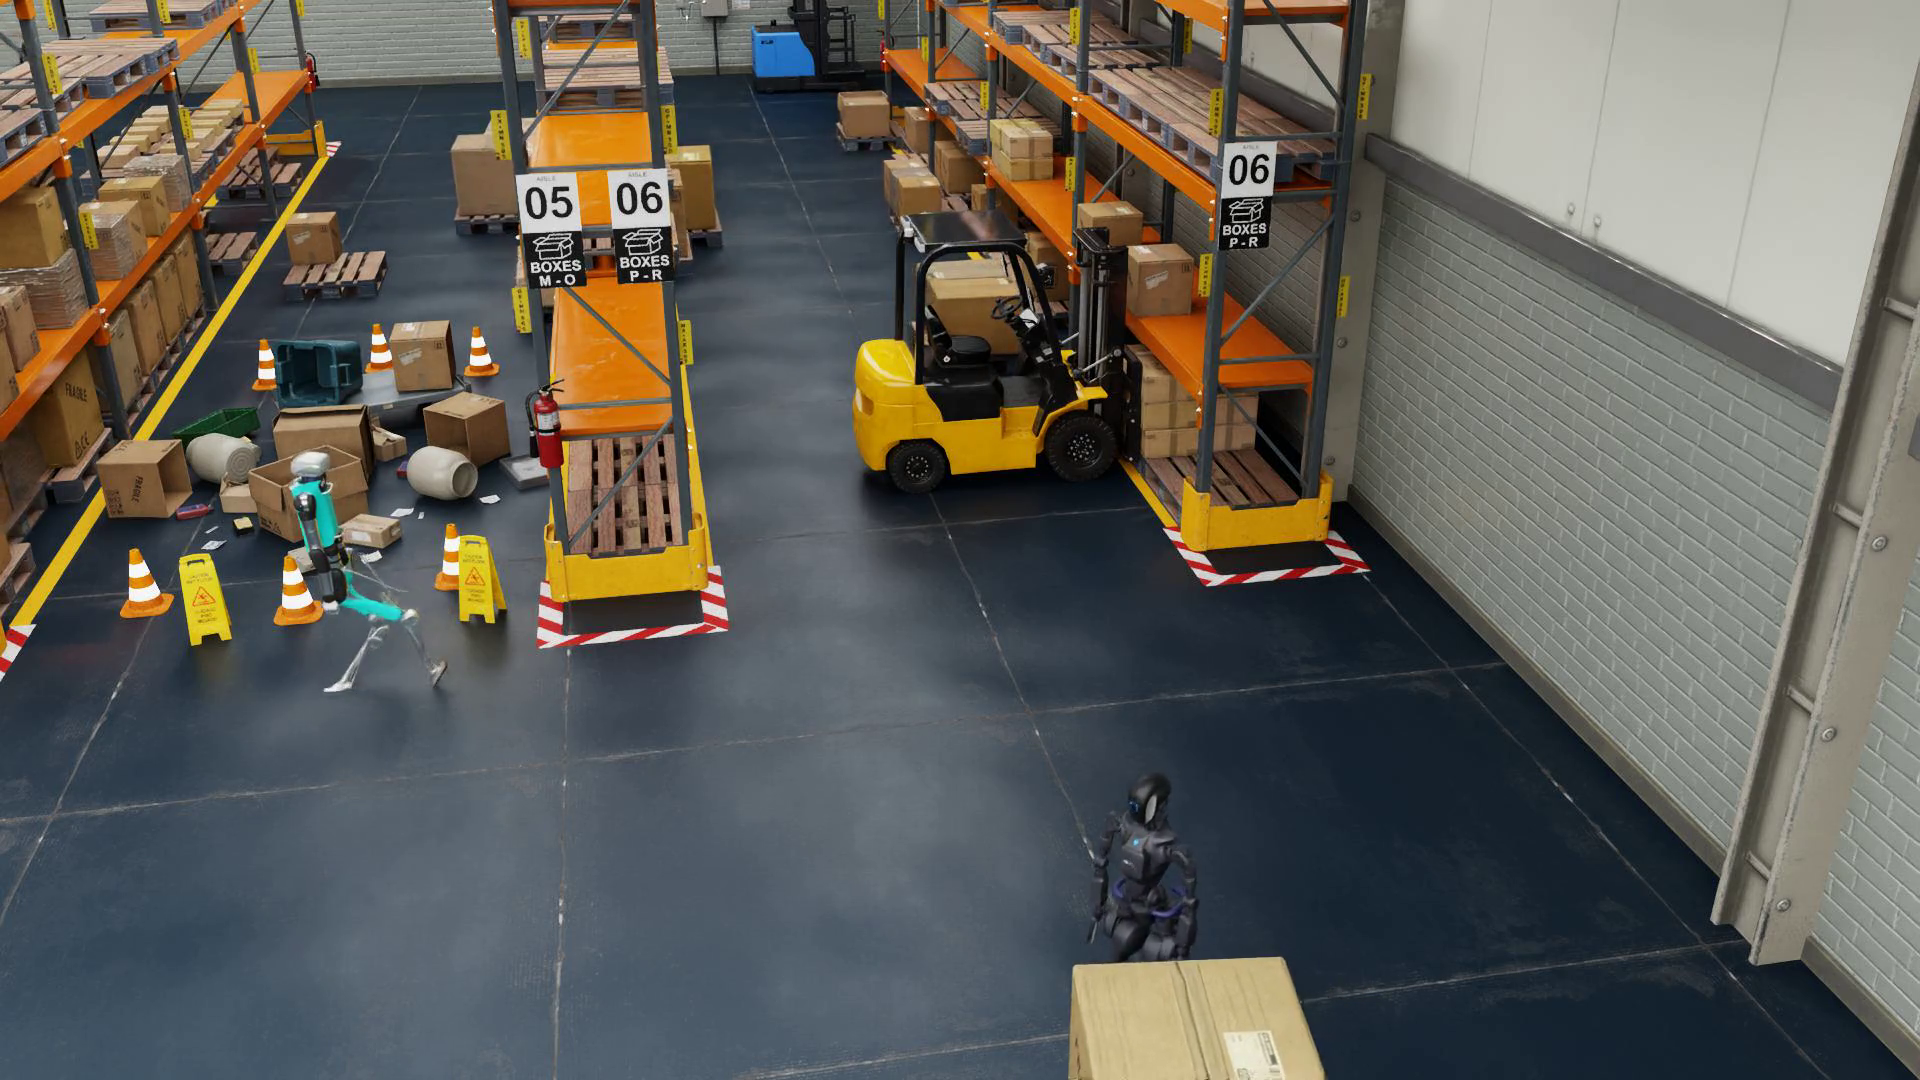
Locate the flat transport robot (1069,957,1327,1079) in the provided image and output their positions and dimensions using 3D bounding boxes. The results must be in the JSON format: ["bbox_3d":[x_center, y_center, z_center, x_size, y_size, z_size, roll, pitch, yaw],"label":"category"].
[{"bbox_3d":[0.939,2.975,6.933,1.431,0.231,0.659,10,27,20],"label":"flat transport robot"}]

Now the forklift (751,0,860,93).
[{"bbox_3d":[-2.872,-9.679,30.288,1.873,2.768,1.129,-5,26,-10],"label":"forklift"}]

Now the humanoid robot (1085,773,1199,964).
[{"bbox_3d":[0.857,1.810,7.728,0.603,1.654,0.347,21,32,36],"label":"humanoid robot"}]

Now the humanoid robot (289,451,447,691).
[{"bbox_3d":[-3.831,0.232,10.981,0.954,1.773,0.532,-5,26,-10],"label":"humanoid robot"}]

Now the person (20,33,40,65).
[{"bbox_3d":[-14.512,-7.144,26.249,0.961,1.789,0.551,-16,30,-29],"label":"person"}]

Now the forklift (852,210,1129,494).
[{"bbox_3d":[0.216,-1.659,14.366,2.313,2.155,1.214,-5,26,-10],"label":"forklift"}]
